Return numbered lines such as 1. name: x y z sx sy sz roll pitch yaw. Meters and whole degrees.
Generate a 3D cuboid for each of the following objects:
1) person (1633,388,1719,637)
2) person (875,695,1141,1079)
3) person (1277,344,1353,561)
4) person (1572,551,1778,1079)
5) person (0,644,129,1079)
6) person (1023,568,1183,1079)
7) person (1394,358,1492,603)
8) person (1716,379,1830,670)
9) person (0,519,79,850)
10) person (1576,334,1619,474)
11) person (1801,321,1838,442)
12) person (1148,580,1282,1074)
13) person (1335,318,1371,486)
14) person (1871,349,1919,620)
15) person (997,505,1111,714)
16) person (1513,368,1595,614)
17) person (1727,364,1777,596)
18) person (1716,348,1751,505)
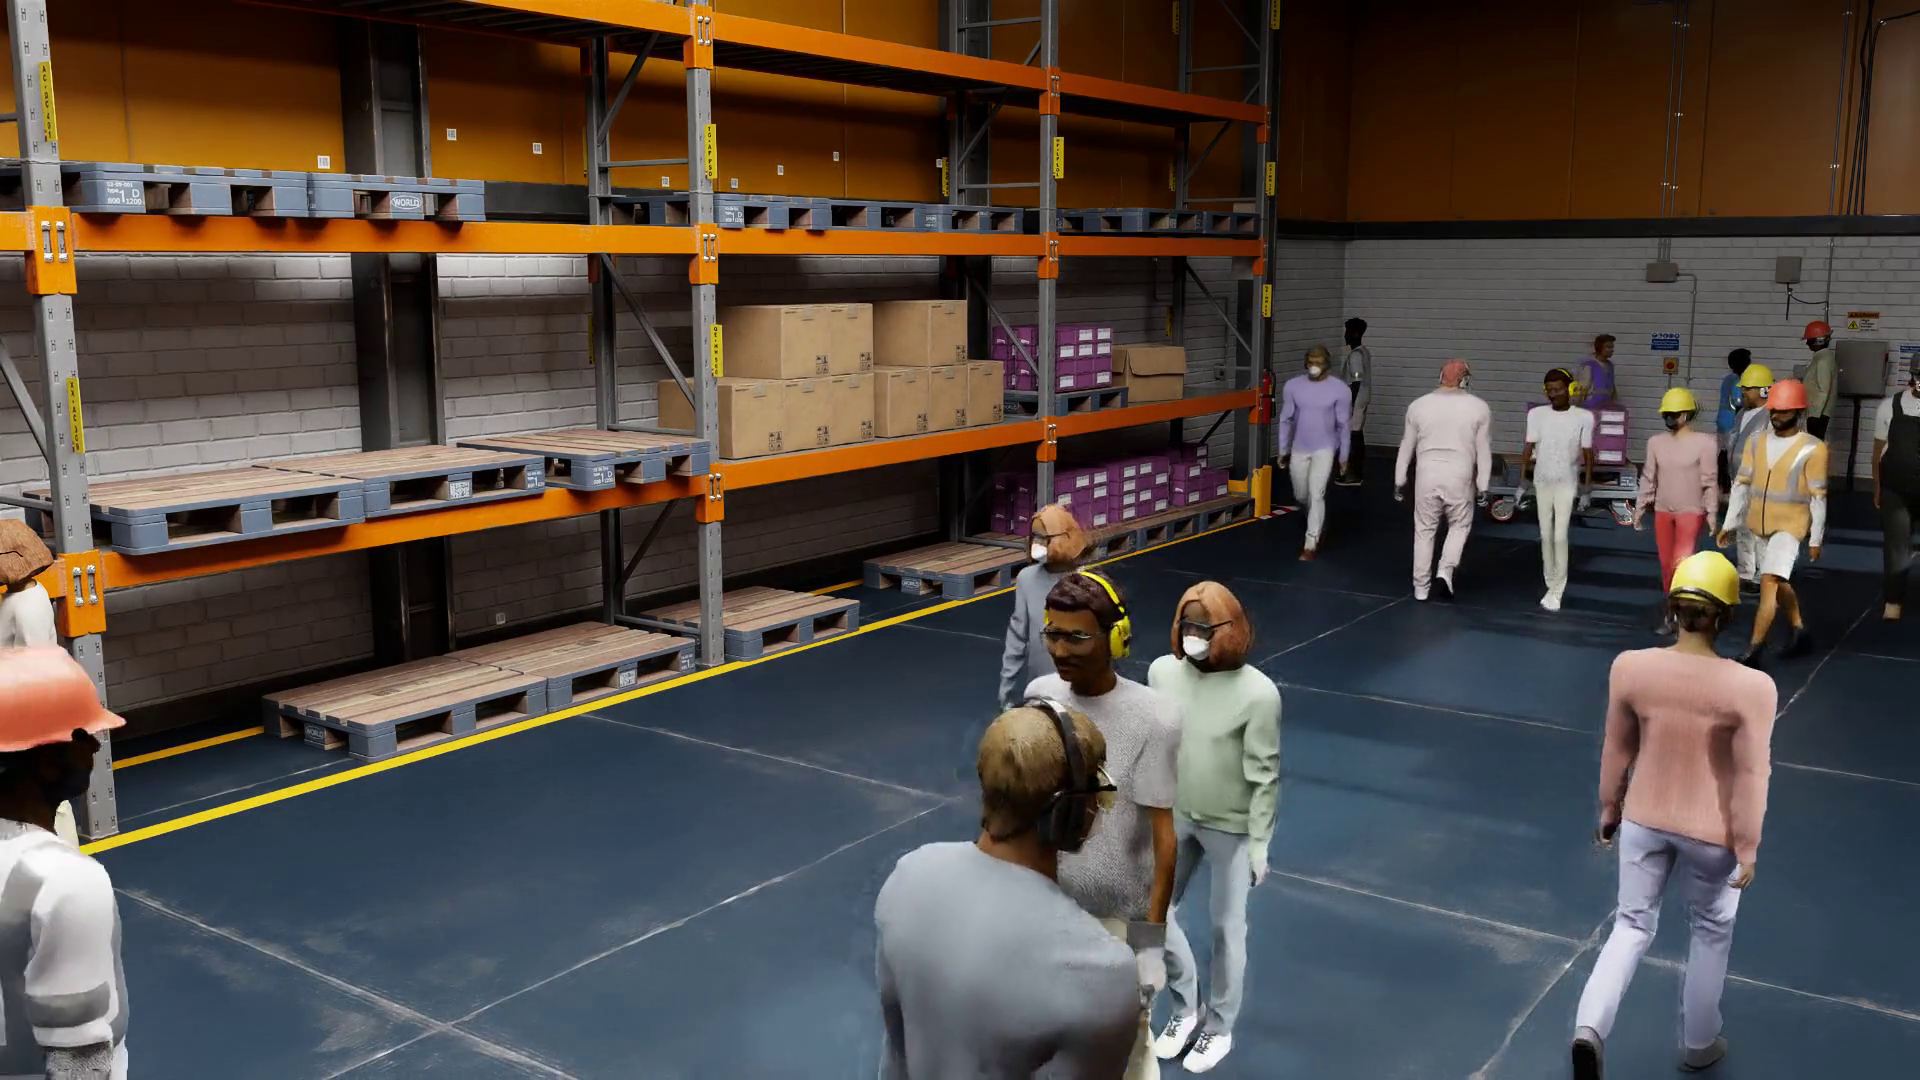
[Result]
1. person: 4.983 -0.186 11.579 0.409 1.747 0.553 -7 12 -34
2. person: 0.009 1.209 2.850 0.839 1.914 0.632 -7 12 -37
3. person: 3.182 -0.802 14.841 0.648 1.911 0.824 6 11 30
4. person: 2.225 0.900 5.208 0.526 1.735 0.778 9 13 43
5. person: -1.818 1.139 3.315 0.558 1.886 1.023 5 11 27
6. person: 0.315 0.992 4.330 0.560 1.837 0.761 7 12 34
7. person: 3.699 -0.450 12.763 0.753 1.882 0.435 4 10 24
8. person: 5.283 -0.098 10.713 1.008 1.891 0.552 -5 11 -28
9. person: -3.674 0.721 6.585 0.277 1.629 0.496 -6 11 -31
10. person: 7.228 -1.399 18.673 0.937 1.795 0.598 9 13 43
11. person: 9.209 -1.362 17.916 0.392 1.986 0.610 5 11 26
12. person: 0.777 0.929 5.330 0.526 1.615 0.389 8 12 38
13. person: 4.620 -1.618 19.493 0.367 1.966 0.603 4 10 22
14. person: 7.111 -0.448 12.309 0.691 2.000 0.803 7 12 35
15. person: 0.339 0.661 6.982 0.684 1.608 0.518 -8 12 -40
16. person: 4.434 -0.364 12.470 0.484 1.823 0.876 7 12 35
17. person: 6.255 -0.472 13.120 0.405 1.824 0.585 -1 10 -7
18. person: 8.358 -1.227 17.971 0.317 1.695 0.540 1 10 8
